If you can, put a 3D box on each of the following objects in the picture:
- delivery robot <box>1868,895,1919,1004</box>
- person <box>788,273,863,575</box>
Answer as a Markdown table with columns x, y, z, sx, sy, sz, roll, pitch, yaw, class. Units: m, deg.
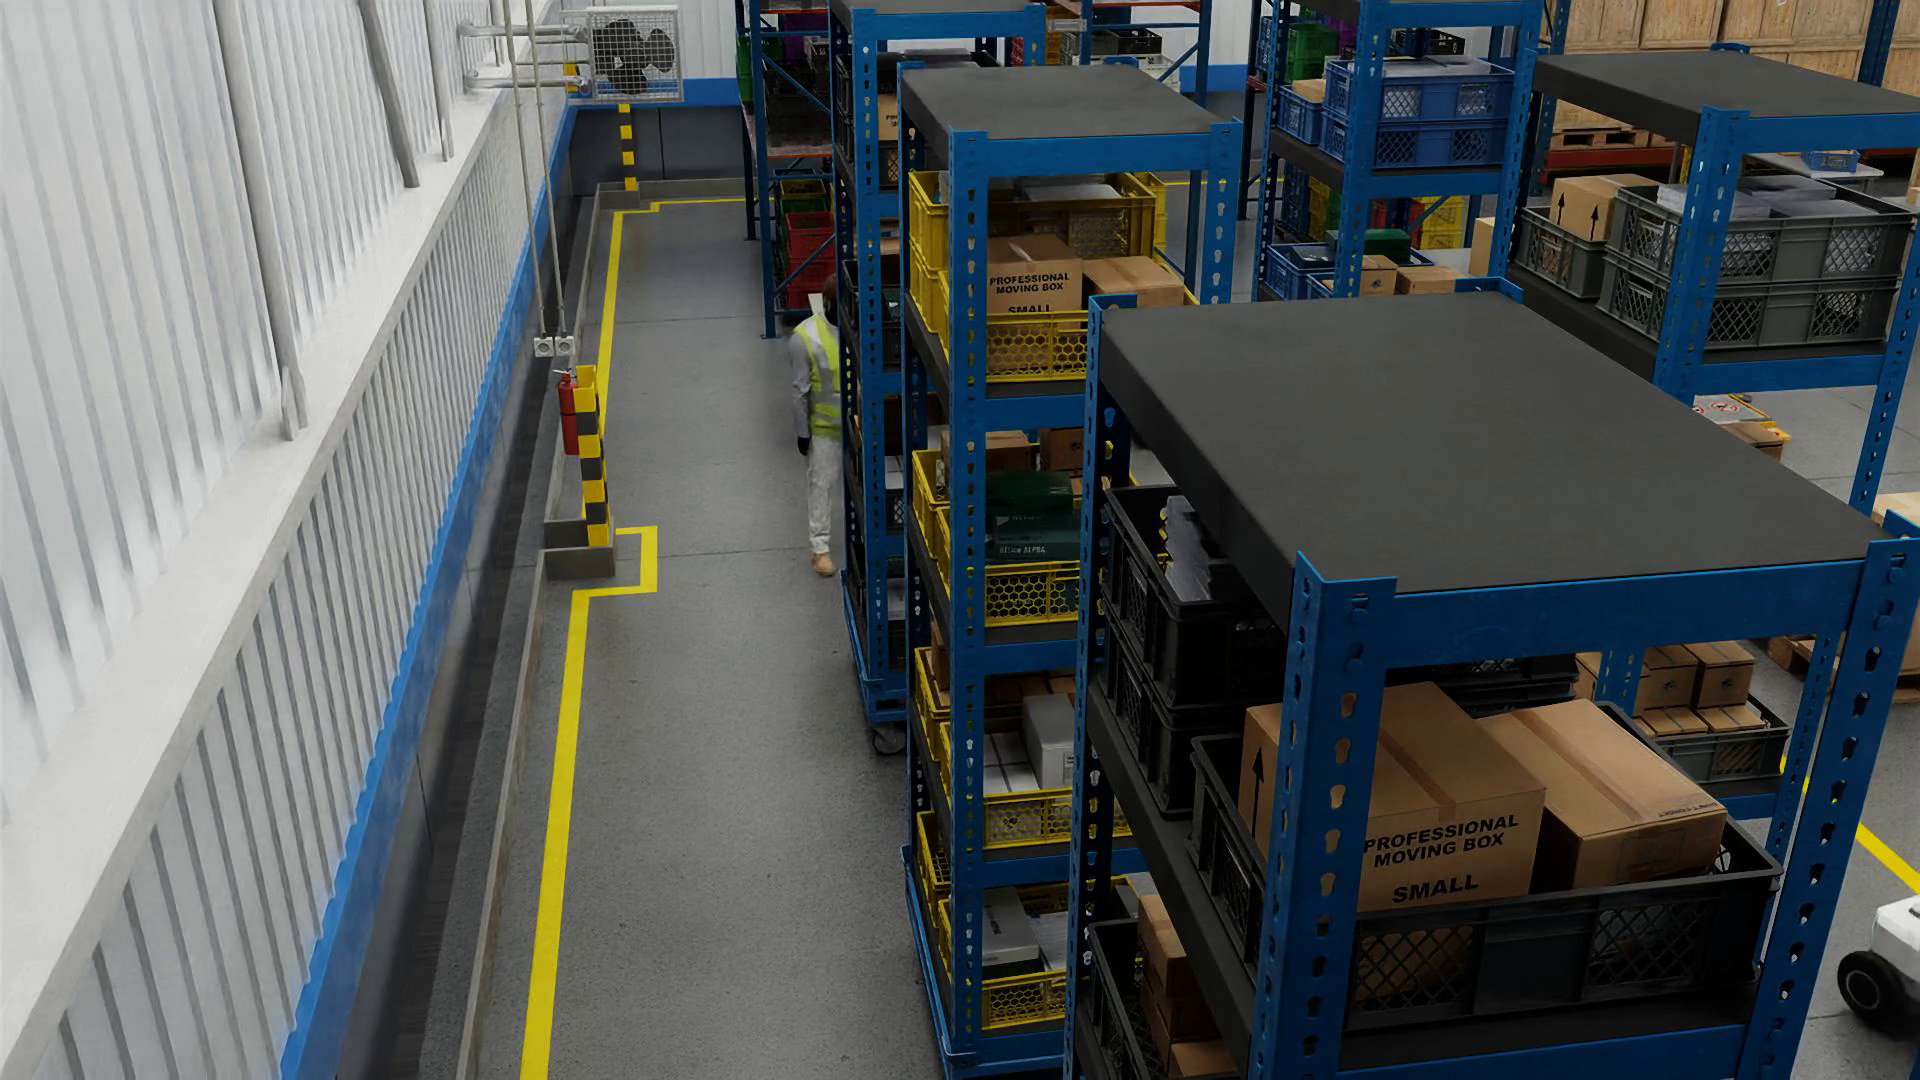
| x | y | z | sx | sy | sz | roll | pitch | yaw | class |
| --- | --- | --- | --- | --- | --- | --- | --- | --- | --- |
| 3.818 | 1.637 | 6.261 | 0.477 | 0.478 | 0.707 | -10 | 26 | -20 | delivery robot |
| -0.691 | -0.693 | 9.906 | 0.631 | 1.842 | 0.428 | -13 | 28 | -27 | person |
